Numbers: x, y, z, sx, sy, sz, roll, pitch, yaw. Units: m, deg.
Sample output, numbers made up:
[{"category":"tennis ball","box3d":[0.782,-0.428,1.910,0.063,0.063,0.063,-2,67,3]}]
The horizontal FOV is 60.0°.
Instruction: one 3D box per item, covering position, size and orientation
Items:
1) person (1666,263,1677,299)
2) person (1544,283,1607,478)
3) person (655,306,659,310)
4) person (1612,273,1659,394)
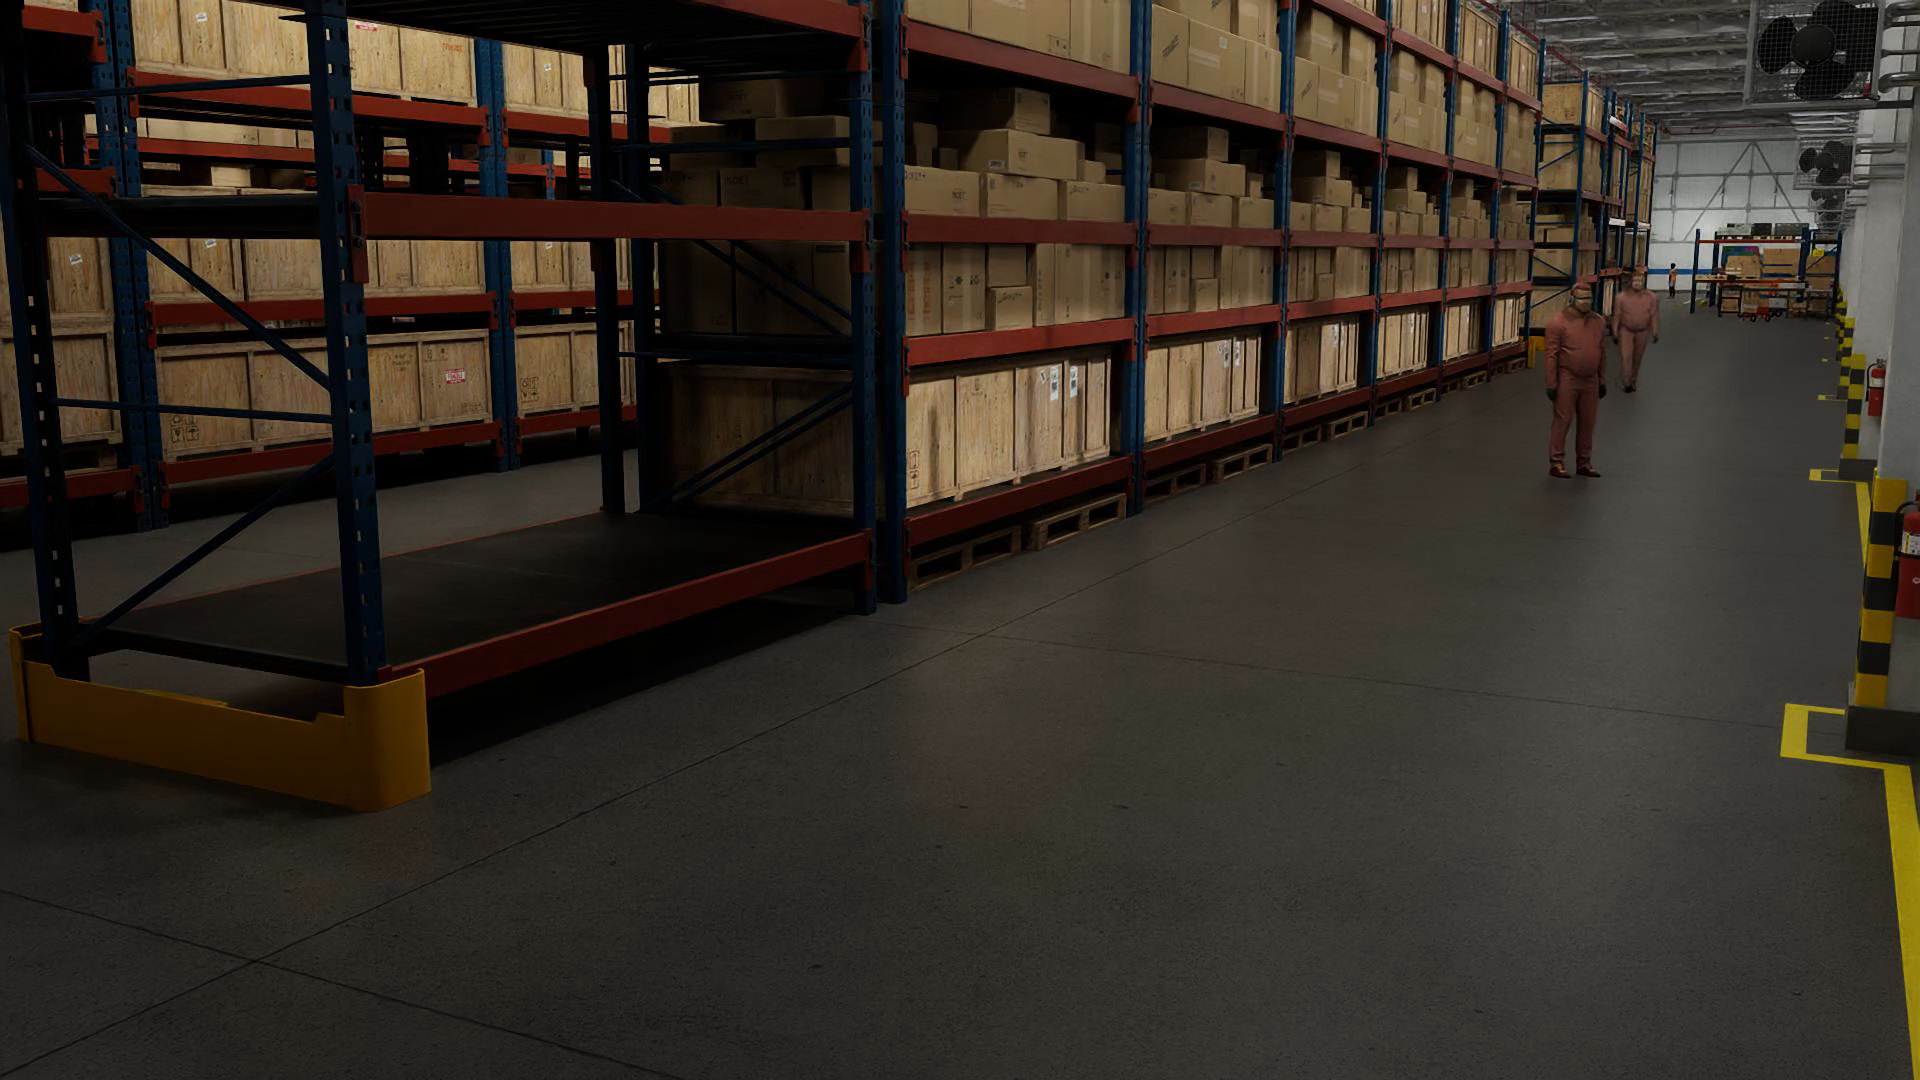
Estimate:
[{"category":"person","box3d":[33.928,-12.332,79.196,0.539,1.687,0.319,-8,13,-38]},{"category":"person","box3d":[5.973,-1.538,16.122,0.653,1.894,0.401,-3,10,-15]},{"category":"person","box3d":[-4.779,-3.346,26.492,0.539,1.930,0.386,-4,11,-24]},{"category":"person","box3d":[10.533,-3.217,25.944,0.640,1.855,0.999,1,10,9]}]
